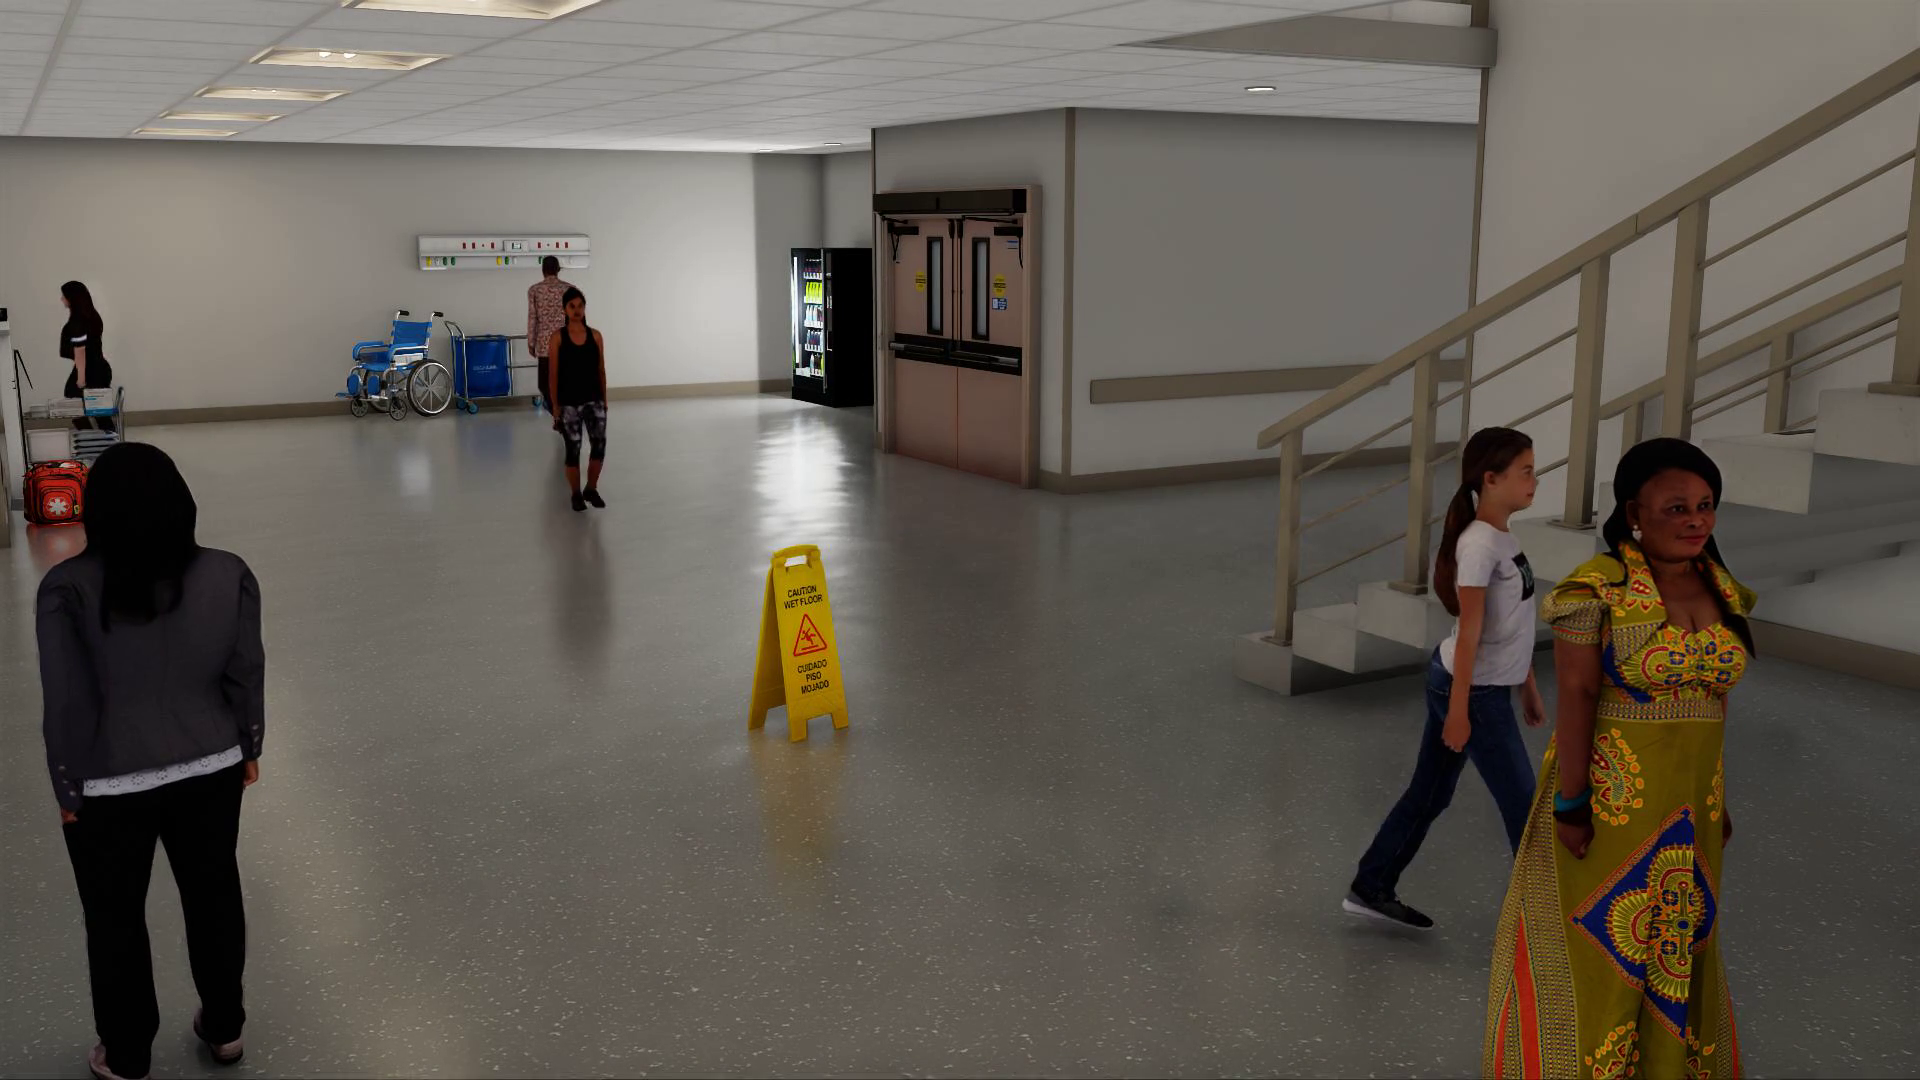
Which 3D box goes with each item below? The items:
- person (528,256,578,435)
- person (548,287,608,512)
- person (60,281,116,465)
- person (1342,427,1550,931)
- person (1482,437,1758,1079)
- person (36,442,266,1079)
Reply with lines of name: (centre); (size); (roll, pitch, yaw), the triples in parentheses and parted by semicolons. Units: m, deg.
person: (-4.040, -1.929, 16.690); (0.697, 1.781, 1.010); (-6, 12, -27)
person: (-2.853, -1.042, 12.359); (0.590, 1.653, 0.573); (-6, 12, -29)
person: (-7.547, -1.445, 14.561); (0.797, 1.623, 0.709); (0, 11, 2)
person: (1.427, 0.452, 4.835); (1.098, 1.521, 0.940); (5, 12, 23)
person: (1.530, 0.585, 3.763); (0.897, 1.661, 0.826); (-4, 11, -20)
person: (-1.981, 0.556, 4.095); (0.726, 1.595, 0.726); (-10, 14, -41)
